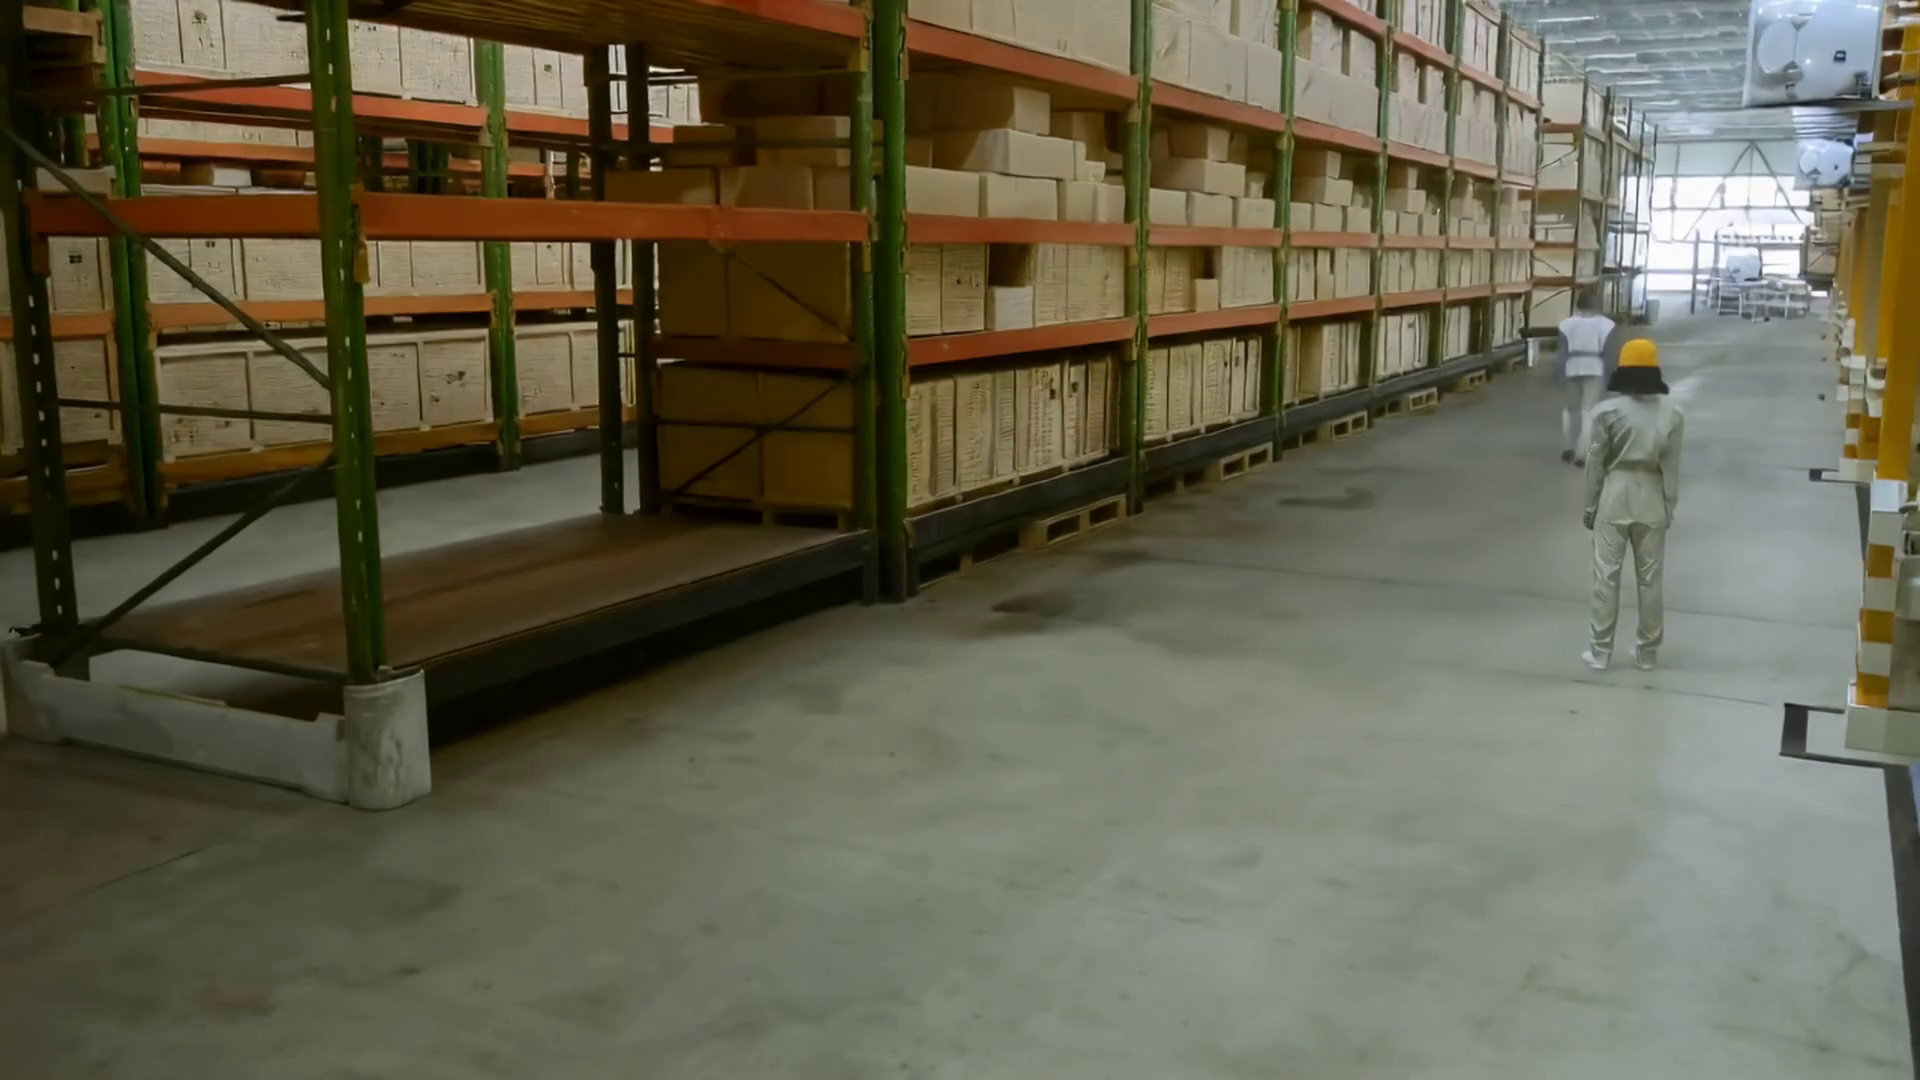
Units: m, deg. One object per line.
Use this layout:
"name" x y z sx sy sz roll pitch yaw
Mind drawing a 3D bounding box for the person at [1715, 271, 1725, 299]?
"person" 35.987 -12.233 78.051 0.650 1.890 1.019 -7 12 -33

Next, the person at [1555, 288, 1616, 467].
"person" 6.462 -1.689 17.216 0.582 1.799 0.929 3 10 16

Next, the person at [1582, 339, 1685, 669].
"person" 3.517 -0.184 8.733 0.480 1.733 0.337 0 10 -1
